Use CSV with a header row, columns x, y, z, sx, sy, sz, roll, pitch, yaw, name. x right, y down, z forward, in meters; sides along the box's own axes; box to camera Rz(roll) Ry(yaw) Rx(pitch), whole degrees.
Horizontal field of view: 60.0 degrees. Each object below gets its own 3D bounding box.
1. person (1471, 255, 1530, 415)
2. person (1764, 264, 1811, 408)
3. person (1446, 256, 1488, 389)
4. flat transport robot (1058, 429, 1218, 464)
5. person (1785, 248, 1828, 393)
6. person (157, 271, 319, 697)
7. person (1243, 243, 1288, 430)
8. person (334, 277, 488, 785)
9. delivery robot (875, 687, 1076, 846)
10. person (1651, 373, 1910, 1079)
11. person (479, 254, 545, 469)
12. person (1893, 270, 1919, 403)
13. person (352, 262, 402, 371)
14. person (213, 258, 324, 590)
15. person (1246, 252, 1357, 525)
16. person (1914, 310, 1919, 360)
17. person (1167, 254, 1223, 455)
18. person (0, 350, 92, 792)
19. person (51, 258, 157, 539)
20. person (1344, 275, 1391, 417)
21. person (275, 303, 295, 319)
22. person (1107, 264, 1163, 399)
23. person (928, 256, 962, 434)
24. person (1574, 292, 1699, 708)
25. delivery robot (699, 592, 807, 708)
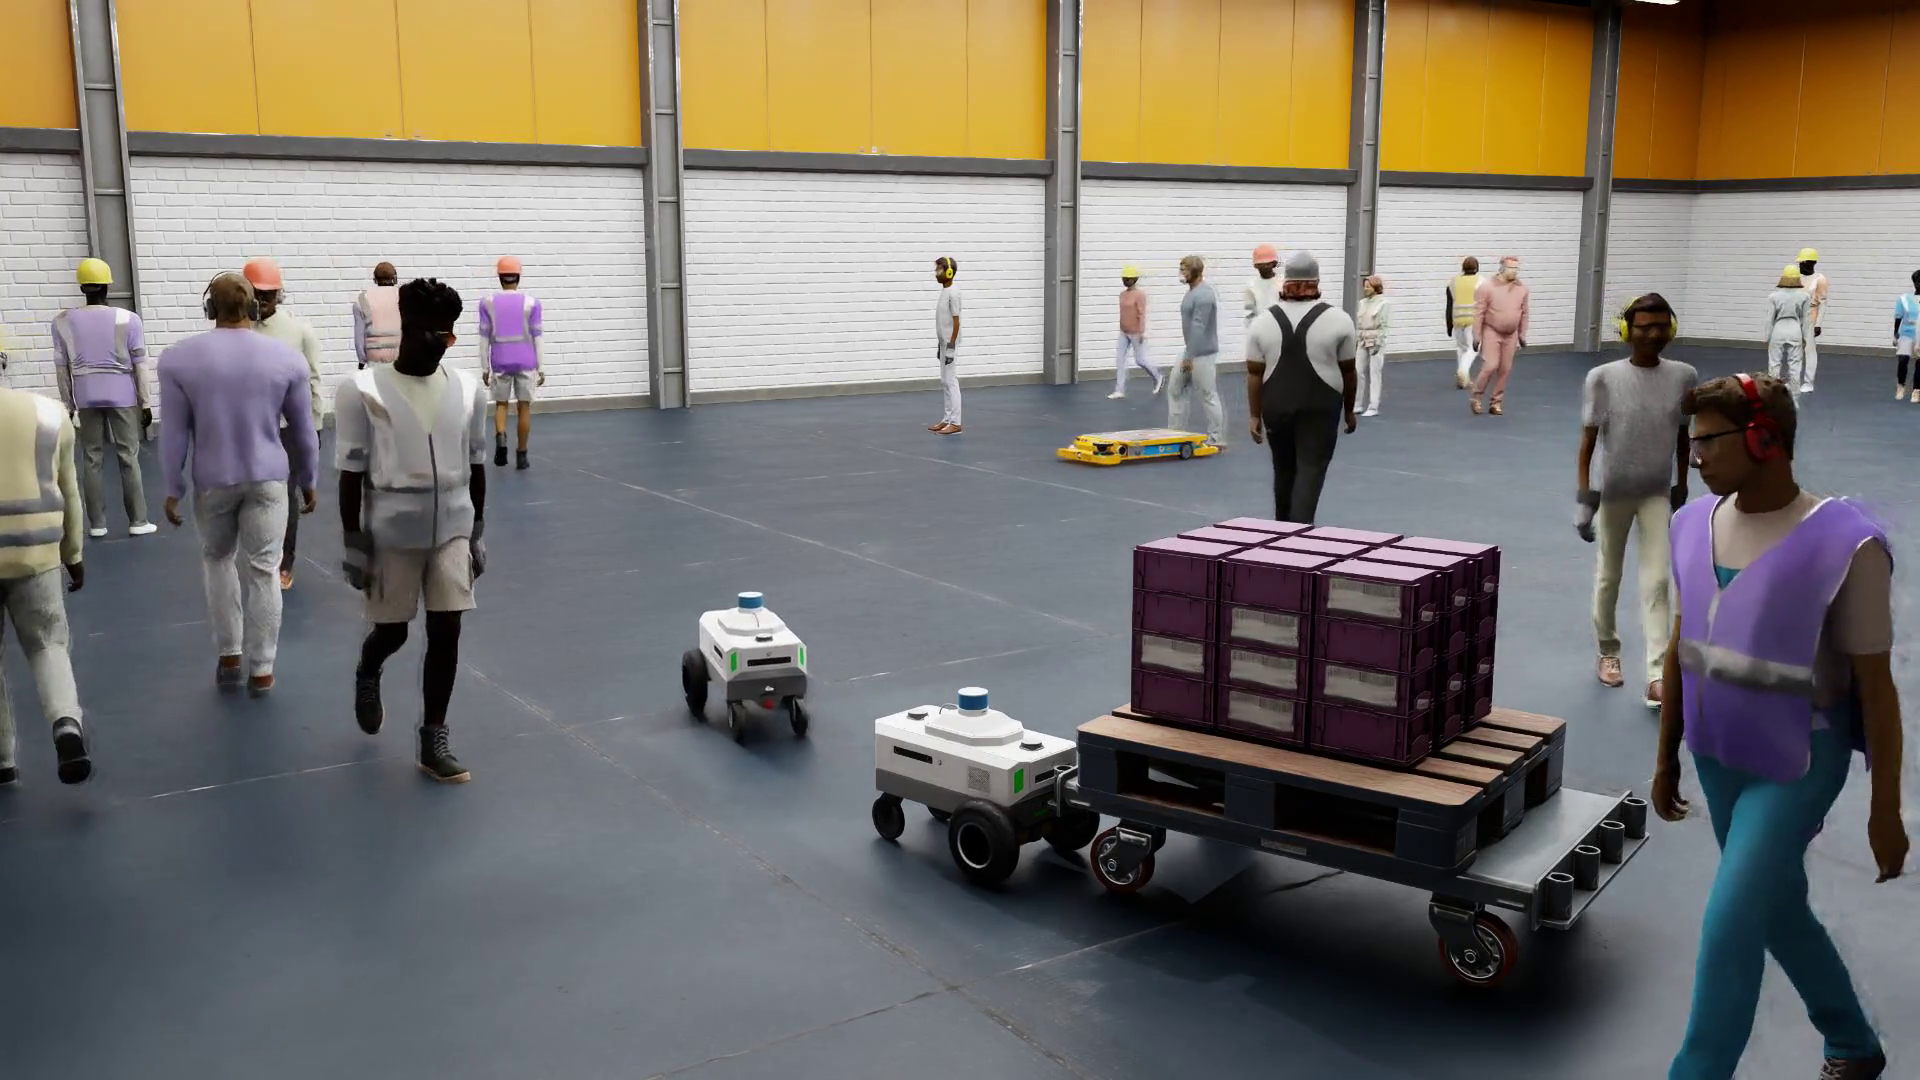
x,y,z,sx,sy,sz,roll,pitch,yaw,name
6.307,-2.381,19.432,0.658,1.877,0.466,-2,11,-12,person
10.044,-2.468,20.220,0.492,1.742,0.319,4,11,20,person
6.957,-2.981,22.835,0.617,1.819,0.824,8,13,39,person
1.678,-0.890,15.602,1.431,0.197,0.652,-7,12,-34,flat transport robot
11.316,-2.937,22.285,0.383,1.928,0.588,-3,11,-14,person
-3.286,-0.263,7.634,0.652,1.917,0.639,-4,11,-21,person
3.353,-2.174,17.903,0.668,2.002,0.607,6,12,32,person
-2.148,-0.054,6.484,0.602,1.930,0.738,-8,13,-39,person
0.042,0.742,5.623,0.707,0.478,0.477,9,14,42,delivery robot
1.856,0.514,3.783,0.939,1.786,0.617,-3,11,-18,person
-3.979,-1.569,14.793,0.552,1.921,0.509,-1,10,-8,person
11.950,-2.534,20.775,0.544,1.673,0.422,6,12,30,person
-5.474,-1.745,15.989,0.634,1.839,0.429,-3,11,-15,person
-4.184,-0.728,10.103,0.613,1.960,0.943,-1,10,-6,person
2.199,-0.888,10.739,0.685,2.000,1.020,5,11,25,person
10.368,-2.040,17.430,0.631,1.916,0.872,5,12,27,person
2.153,-1.744,15.811,0.833,1.906,0.643,-2,10,-9,person
-3.510,0.070,6.101,0.594,1.817,0.607,-9,14,-40,person
-5.902,-0.970,11.492,0.587,1.930,0.362,-3,11,-14,person
4.757,-2.242,19.295,0.366,1.635,0.534,-6,12,-30,person
-6.757,-1.706,16.356,0.508,1.629,0.314,-9,14,-42,person
2.278,-2.696,21.506,0.781,1.738,0.524,-7,13,-34,person
-0.148,-2.053,17.596,0.328,1.873,0.512,-3,11,-14,person
3.016,-0.173,7.402,0.536,1.821,0.955,1,10,8,person
-0.895,0.467,7.132,0.477,0.478,0.707,-4,11,-19,delivery robot
